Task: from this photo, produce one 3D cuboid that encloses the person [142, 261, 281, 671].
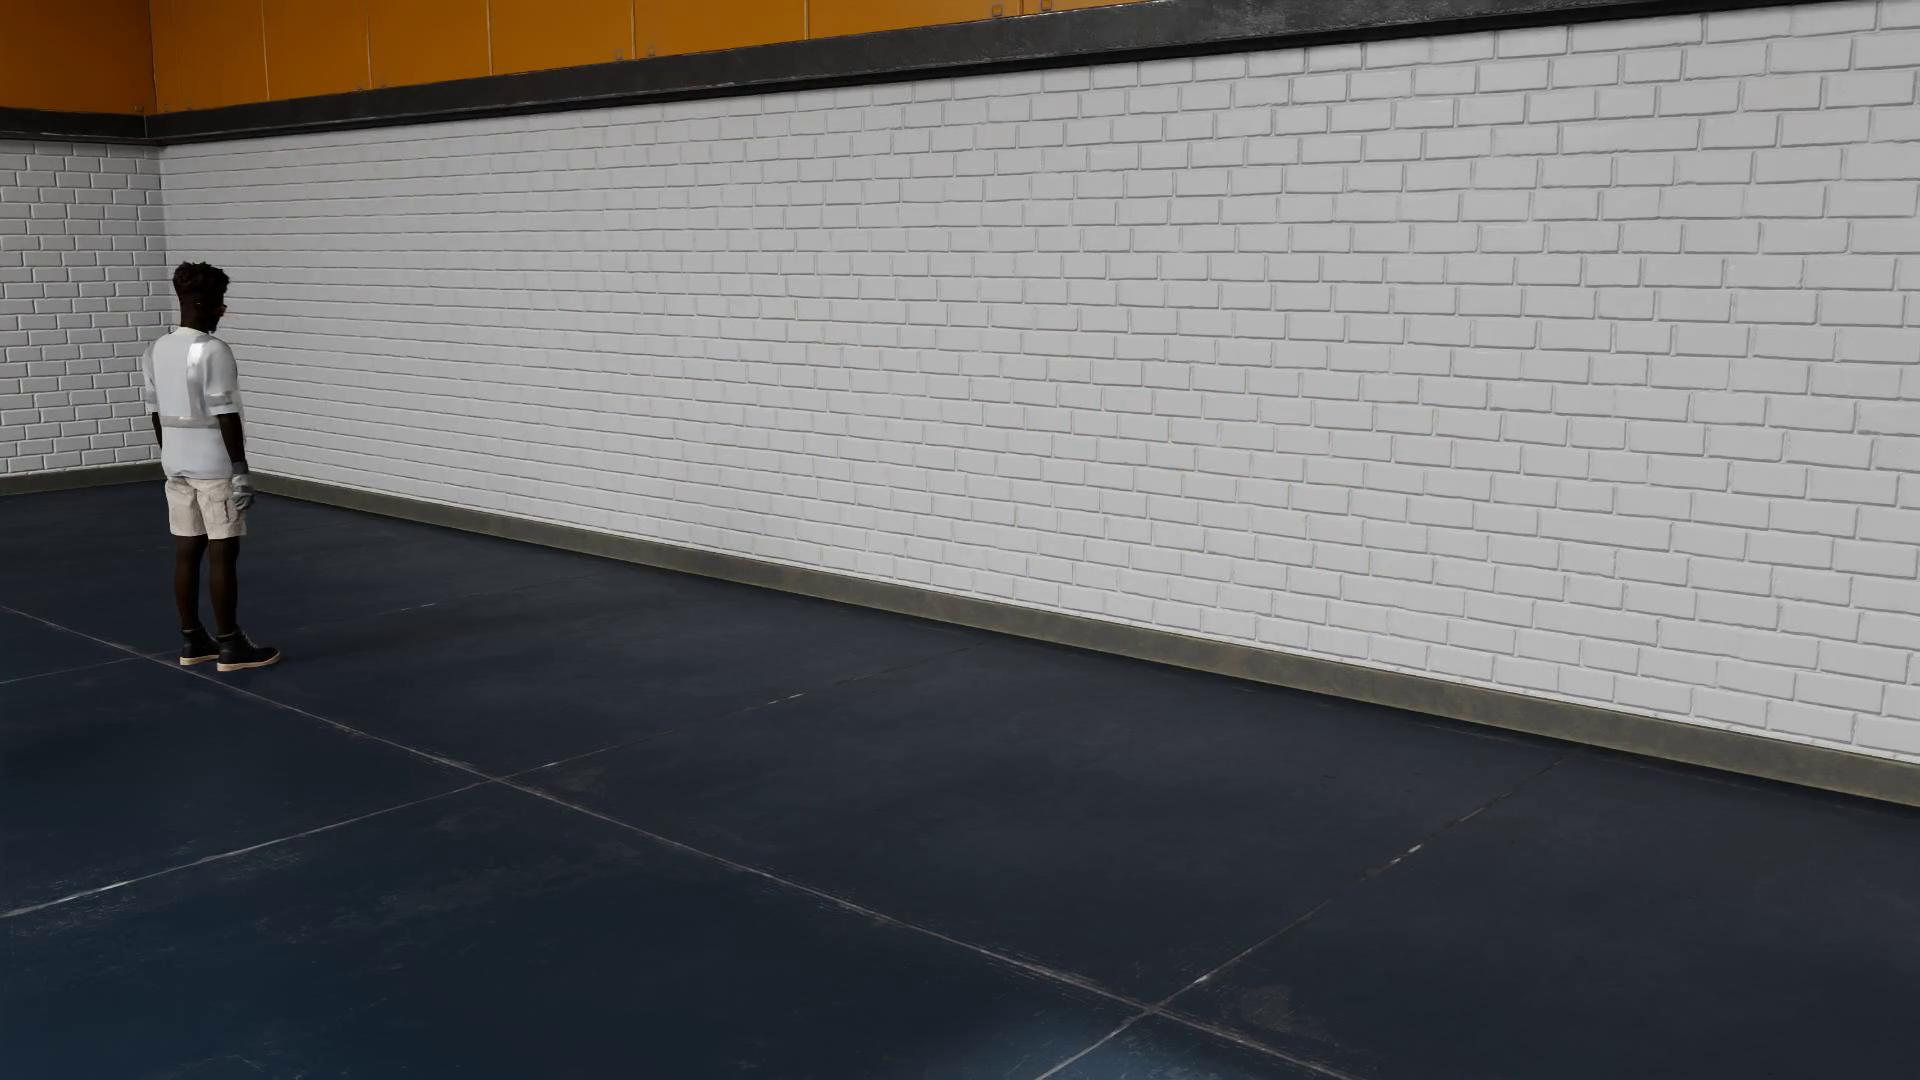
[{"bbox_3d":[-3.616,-0.349,8.000,0.601,1.959,0.380,6,12,31],"label":"person"}]
